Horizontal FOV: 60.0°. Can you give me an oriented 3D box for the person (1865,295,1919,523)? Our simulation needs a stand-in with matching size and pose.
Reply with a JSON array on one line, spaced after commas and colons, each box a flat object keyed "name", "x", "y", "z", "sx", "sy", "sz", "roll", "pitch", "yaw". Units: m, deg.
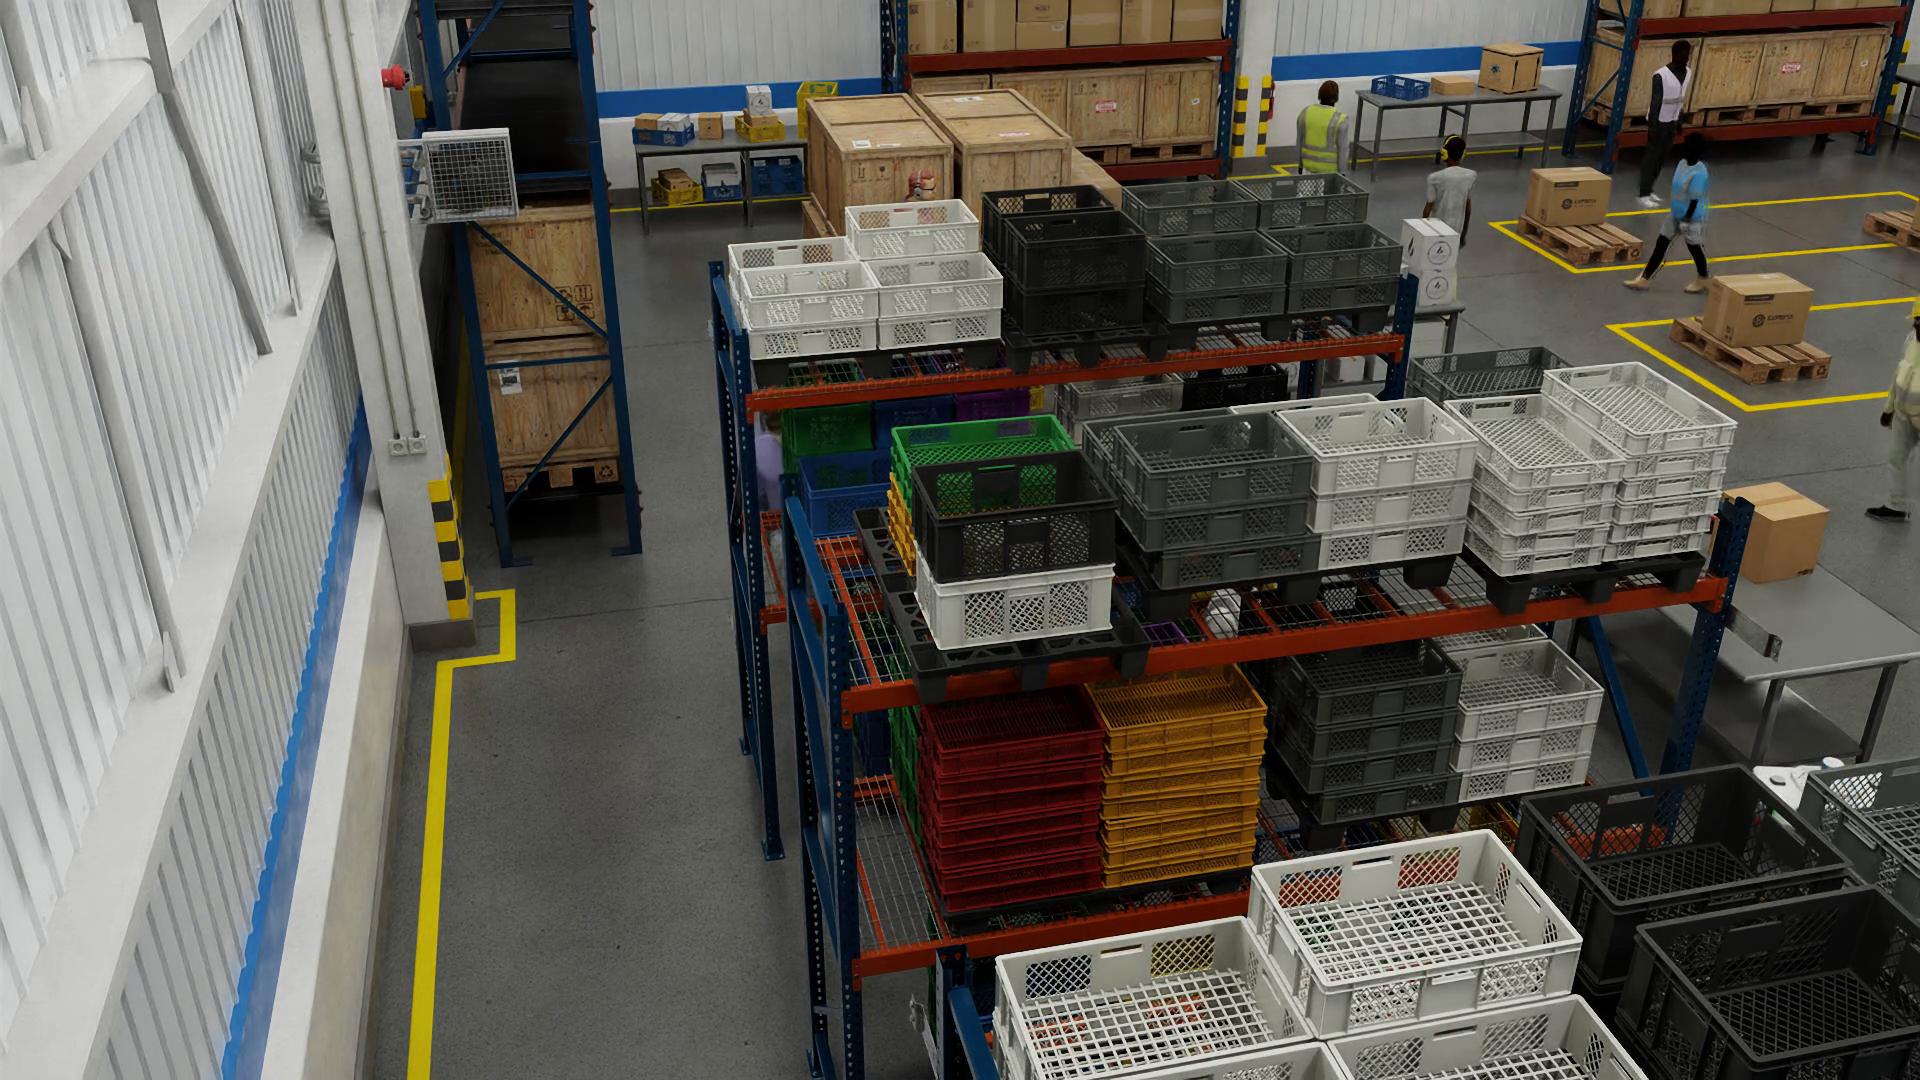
[{"name": "person", "x": 7.054, "y": -0.888, "z": 12.096, "sx": 0.442, "sy": 1.785, "sz": 0.743, "roll": -9, "pitch": 29, "yaw": -16}]

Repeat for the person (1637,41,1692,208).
[{"name": "person", "x": 8.304, "y": -4.915, "z": 19.613, "sx": 0.629, "sy": 1.914, "sz": 0.510, "roll": -17, "pitch": 32, "yaw": -29}]

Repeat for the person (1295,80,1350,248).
[{"name": "person", "x": 3.923, "y": -4.040, "z": 18.006, "sx": 0.627, "sy": 1.847, "sz": 0.429, "roll": 23, "pitch": 35, "yaw": 36}]

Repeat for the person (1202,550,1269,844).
[{"name": "person", "x": 1.424, "y": 0.807, "z": 8.770, "sx": 0.338, "sy": 1.880, "sz": 0.583, "roll": 10, "pitch": 29, "yaw": 18}]

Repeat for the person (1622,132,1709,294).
[{"name": "person", "x": 7.306, "y": -3.285, "z": 16.776, "sx": 0.873, "sy": 1.650, "sz": 0.544, "roll": -2, "pitch": 28, "yaw": -4}]

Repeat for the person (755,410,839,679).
[{"name": "person", "x": -1.003, "y": -0.076, "z": 10.455, "sx": 0.655, "sy": 1.894, "sz": 1.043, "roll": -3, "pitch": 28, "yaw": -7}]

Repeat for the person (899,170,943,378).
[{"name": "person", "x": -0.342, "y": -2.314, "z": 14.670, "sx": 0.401, "sy": 1.904, "sz": 0.646, "roll": -1, "pitch": 28, "yaw": -2}]

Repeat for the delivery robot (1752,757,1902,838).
[{"name": "delivery robot", "x": 4.651, "y": 1.396, "z": 8.970, "sx": 0.707, "sy": 0.478, "sz": 0.477, "roll": 2, "pitch": 28, "yaw": 4}]

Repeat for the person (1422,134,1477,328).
[{"name": "person", "x": 4.627, "y": -2.934, "z": 15.902, "sx": 0.503, "sy": 1.857, "sz": 0.327, "roll": -4, "pitch": 28, "yaw": -7}]
